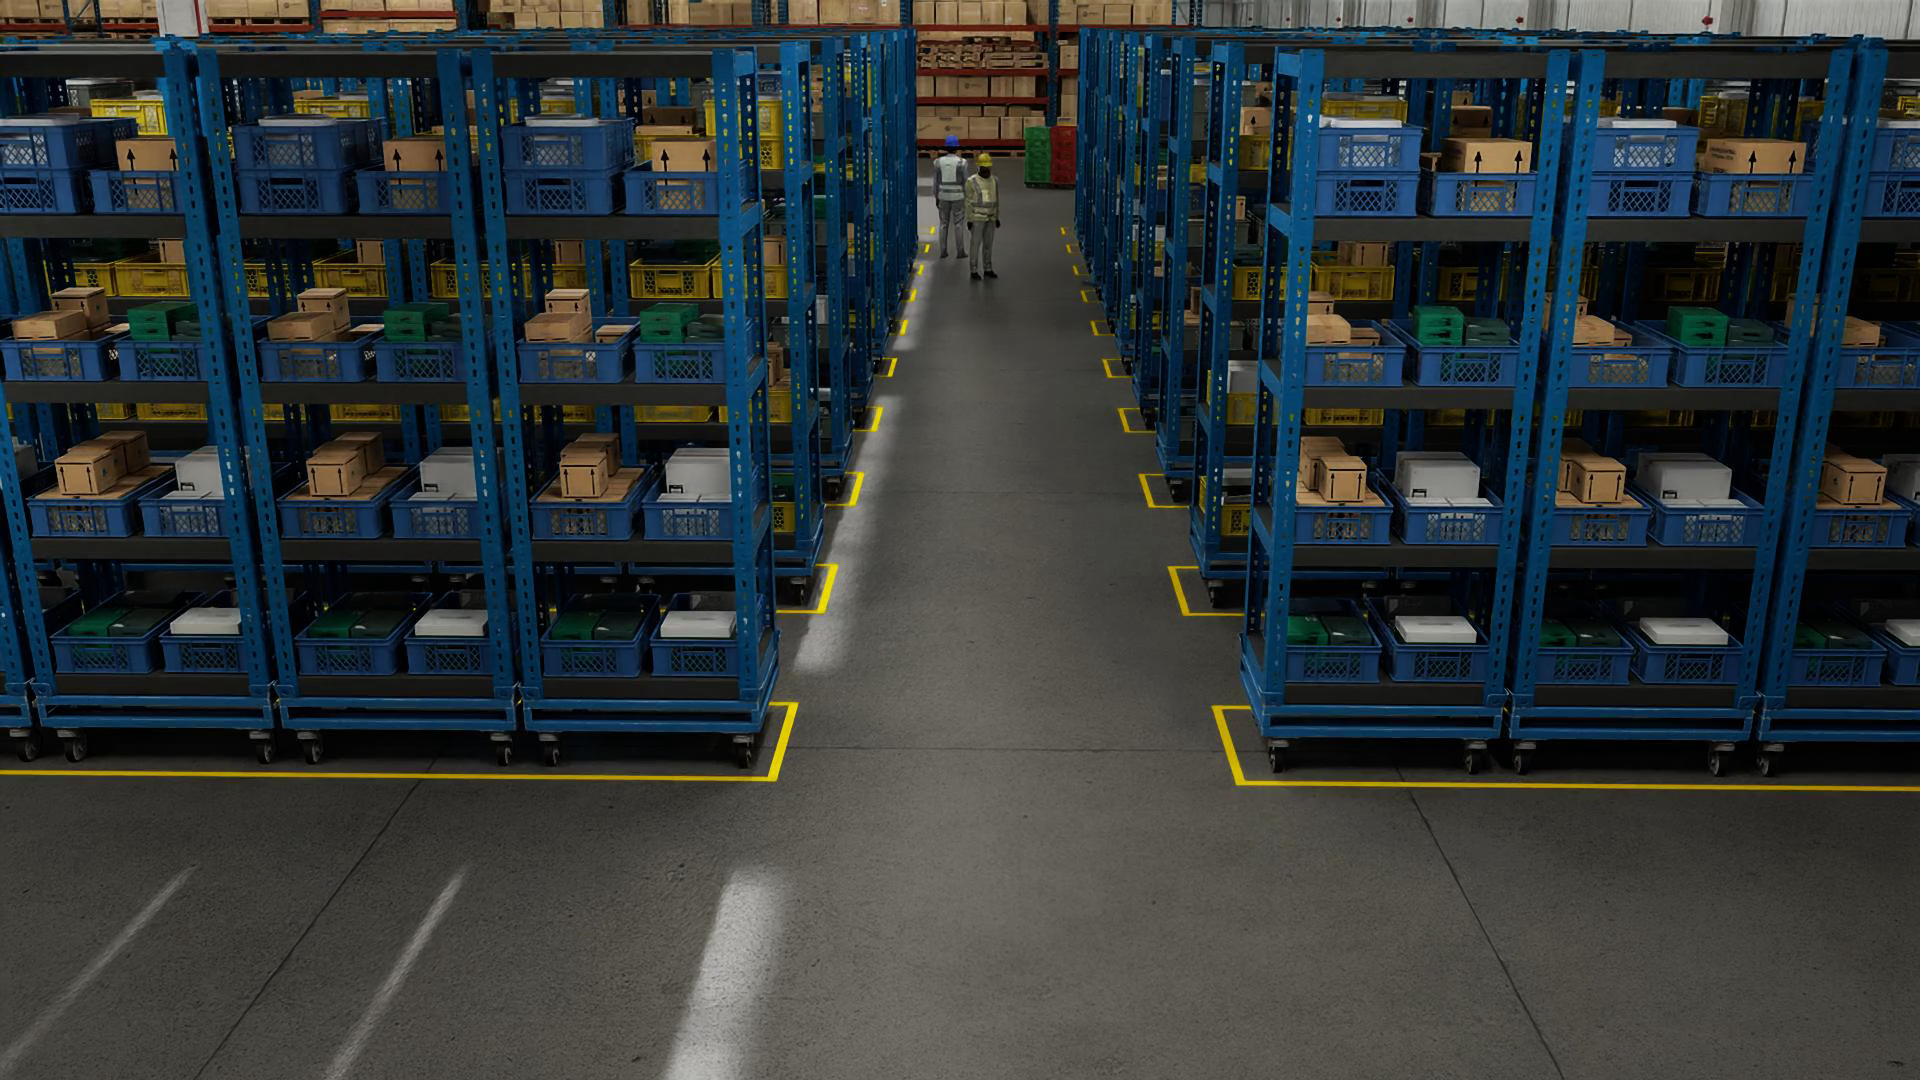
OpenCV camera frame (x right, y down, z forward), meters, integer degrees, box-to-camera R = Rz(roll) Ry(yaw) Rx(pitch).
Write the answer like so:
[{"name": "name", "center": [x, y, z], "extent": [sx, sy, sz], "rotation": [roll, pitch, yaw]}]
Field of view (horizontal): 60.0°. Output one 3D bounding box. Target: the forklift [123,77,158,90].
[{"name": "forklift", "center": [-23.969, -12.898, 48.745], "extent": [1.129, 2.768, 1.873], "rotation": [0, 17, 0]}]

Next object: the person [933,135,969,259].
[{"name": "person", "center": [-0.130, -5.500, 26.695], "extent": [0.605, 1.951, 0.383], "rotation": [5, 18, 16]}]

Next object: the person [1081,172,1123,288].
[{"name": "person", "center": [2.182, -4.506, 23.762], "extent": [0.853, 1.804, 0.583], "rotation": [-1, 17, -2]}]

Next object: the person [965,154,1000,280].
[{"name": "person", "center": [0.354, -4.769, 24.557], "extent": [0.600, 1.830, 0.404], "rotation": [-12, 21, -34]}]

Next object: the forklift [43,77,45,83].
[{"name": "forklift", "center": [-24.479, -11.777, 45.172], "extent": [1.129, 2.768, 1.873], "rotation": [0, 17, 1]}]
